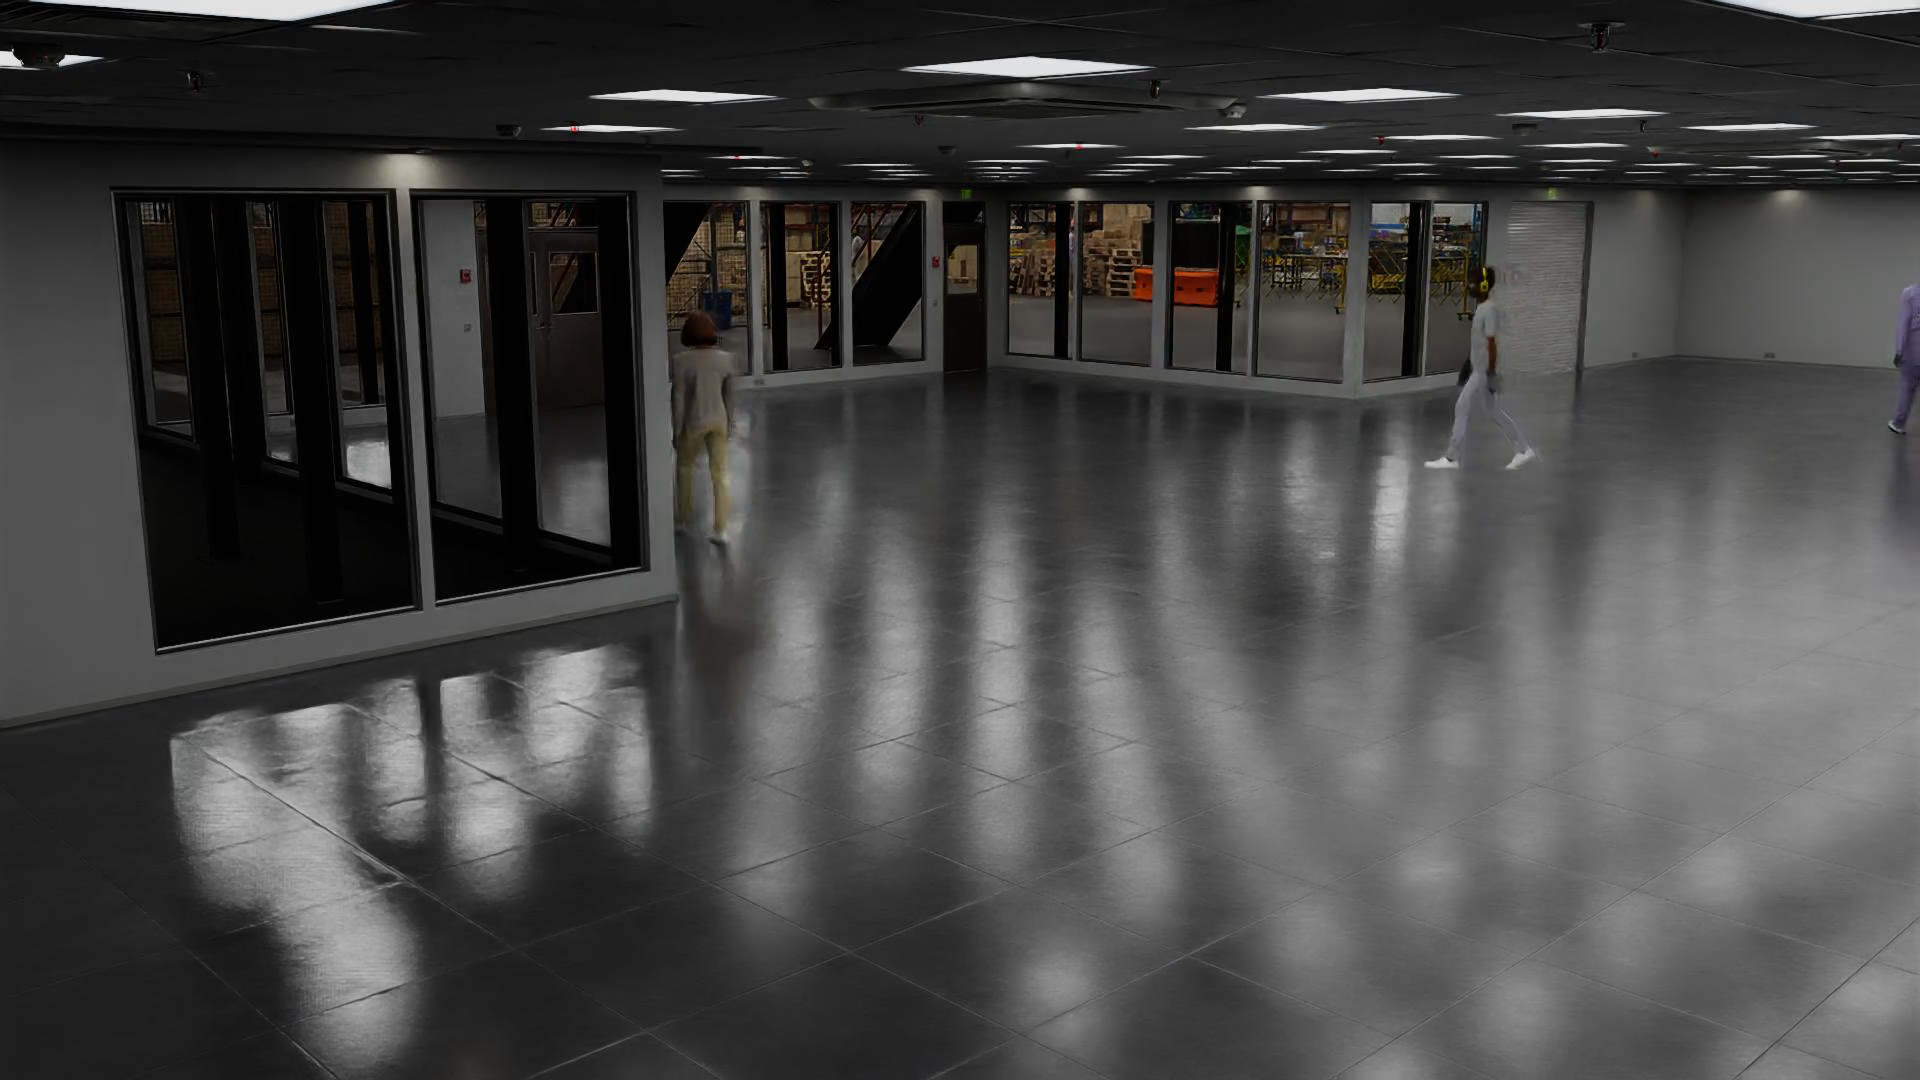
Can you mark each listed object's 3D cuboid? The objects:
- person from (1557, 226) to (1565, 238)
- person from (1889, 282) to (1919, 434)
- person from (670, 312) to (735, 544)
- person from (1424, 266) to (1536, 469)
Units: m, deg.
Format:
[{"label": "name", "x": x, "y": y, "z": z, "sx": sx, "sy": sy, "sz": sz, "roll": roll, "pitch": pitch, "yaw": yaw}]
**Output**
[{"label": "person", "x": 22.336, "y": -10.906, "z": 62.013, "sx": 0.634, "sy": 1.750, "sz": 0.534, "roll": -3, "pitch": 12, "yaw": -15}, {"label": "person", "x": 9.788, "y": -1.940, "z": 16.823, "sx": 0.669, "sy": 1.851, "sz": 1.012, "roll": 3, "pitch": 12, "yaw": 14}, {"label": "person", "x": -1.857, "y": -0.799, "z": 11.713, "sx": 0.534, "sy": 1.599, "sz": 0.795, "roll": -8, "pitch": 14, "yaw": -34}, {"label": "person", "x": 4.710, "y": -1.523, "z": 14.812, "sx": 0.936, "sy": 1.833, "sz": 0.520, "roll": 4, "pitch": 12, "yaw": 17}]
